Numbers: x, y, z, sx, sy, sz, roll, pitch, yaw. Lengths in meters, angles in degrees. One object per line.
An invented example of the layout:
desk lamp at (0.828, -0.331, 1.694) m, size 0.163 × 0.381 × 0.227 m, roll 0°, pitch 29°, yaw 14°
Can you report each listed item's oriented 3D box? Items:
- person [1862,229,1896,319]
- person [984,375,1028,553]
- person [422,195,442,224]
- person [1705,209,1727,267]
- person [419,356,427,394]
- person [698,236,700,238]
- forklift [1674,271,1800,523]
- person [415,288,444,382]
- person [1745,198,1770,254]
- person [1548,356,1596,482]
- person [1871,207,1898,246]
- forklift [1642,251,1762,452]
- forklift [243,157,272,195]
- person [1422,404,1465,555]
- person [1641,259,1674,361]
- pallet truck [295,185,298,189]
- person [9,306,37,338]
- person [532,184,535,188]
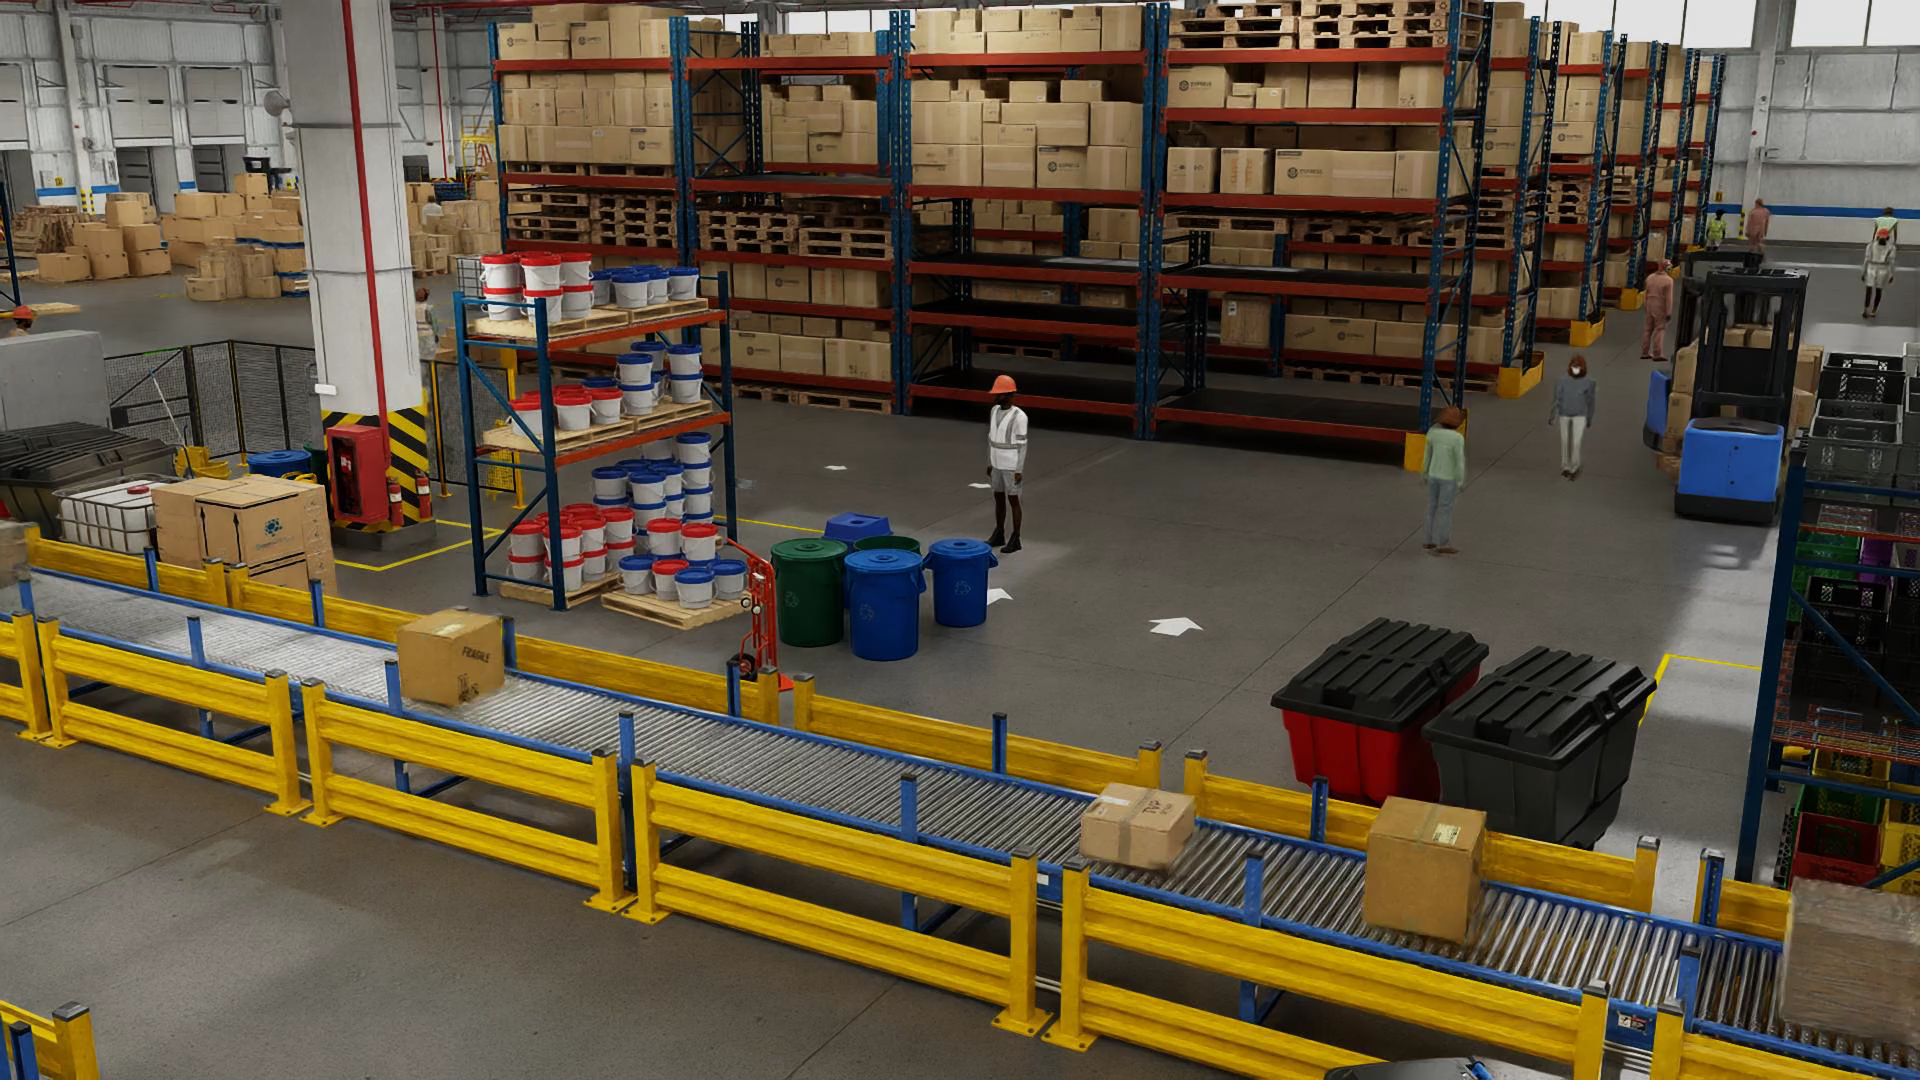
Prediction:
person at (20.480, -5.932, 37.103) m, size 0.639 × 1.984 × 1.050 m, roll 10°, pitch 18°, yaw 32°
person at (0.481, -0.824, 18.002) m, size 0.362 × 1.939 × 0.542 m, roll -12°, pitch 19°, yaw -39°
person at (-16.374, -9.766, 51.712) m, size 0.633 × 1.901 × 0.993 m, roll 2°, pitch 15°, yaw 7°
person at (22.061, -8.833, 48.581) m, size 0.557 × 1.682 × 0.395 m, roll 9°, pitch 18°, yaw 32°
person at (-7.476, -1.875, 22.201) m, size 0.724 × 1.805 × 0.608 m, roll 6°, pitch 16°, yaw 23°
person at (-6.997, -7.499, 43.048) m, size 0.627 × 1.963 × 0.844 m, roll 1°, pitch 15°, yaw 5°
forklift at (9.269, -1.763, 19.726) m, size 1.129 × 2.768 × 1.873 m, roll 8°, pitch 17°, yaw 27°
person at (-9.234, -3.530, 28.747) m, size 0.514 × 1.641 × 0.309 m, roll 5°, pitch 16°, yaw 20°
person at (23.864, -9.276, 49.857) m, size 0.672 × 1.892 × 0.419 m, roll 0°, pitch 15°, yaw -1°
person at (7.844, -1.553, 21.385) m, size 0.508 × 1.607 × 0.747 m, roll 10°, pitch 18°, yaw 32°
person at (26.306, -8.545, 47.298) m, size 0.596 × 1.794 × 0.963 m, roll 11°, pitch 19°, yaw 36°
forklift at (10.119, -2.485, 22.442) m, size 1.129 × 2.768 × 1.873 m, roll 2°, pitch 15°, yaw 7°
forklift at (-24.385, -11.930, 57.949) m, size 1.129 × 2.768 × 1.873 m, roll 7°, pitch 16°, yaw 24°
person at (5.227, -0.662, 17.975) m, size 0.267 × 1.632 × 0.507 m, roll -10°, pitch 18°, yaw -34°
person at (13.101, -4.298, 31.144) m, size 0.399 × 1.900 × 0.645 m, roll -6°, pitch 16°, yaw -23°
pallet truck at (-26.804, -14.617, 69.738) m, size 1.885 × 1.965 × 0.823 m, roll -14°, pitch 20°, yaw -42°
person at (-13.389, -2.399, 23.930) m, size 0.551 × 1.932 × 0.377 m, roll 13°, pitch 19°, yaw 39°
person at (-16.988, -13.464, 66.004) m, size 0.533 × 1.688 × 0.322 m, roll 3°, pitch 15°, yaw 12°
